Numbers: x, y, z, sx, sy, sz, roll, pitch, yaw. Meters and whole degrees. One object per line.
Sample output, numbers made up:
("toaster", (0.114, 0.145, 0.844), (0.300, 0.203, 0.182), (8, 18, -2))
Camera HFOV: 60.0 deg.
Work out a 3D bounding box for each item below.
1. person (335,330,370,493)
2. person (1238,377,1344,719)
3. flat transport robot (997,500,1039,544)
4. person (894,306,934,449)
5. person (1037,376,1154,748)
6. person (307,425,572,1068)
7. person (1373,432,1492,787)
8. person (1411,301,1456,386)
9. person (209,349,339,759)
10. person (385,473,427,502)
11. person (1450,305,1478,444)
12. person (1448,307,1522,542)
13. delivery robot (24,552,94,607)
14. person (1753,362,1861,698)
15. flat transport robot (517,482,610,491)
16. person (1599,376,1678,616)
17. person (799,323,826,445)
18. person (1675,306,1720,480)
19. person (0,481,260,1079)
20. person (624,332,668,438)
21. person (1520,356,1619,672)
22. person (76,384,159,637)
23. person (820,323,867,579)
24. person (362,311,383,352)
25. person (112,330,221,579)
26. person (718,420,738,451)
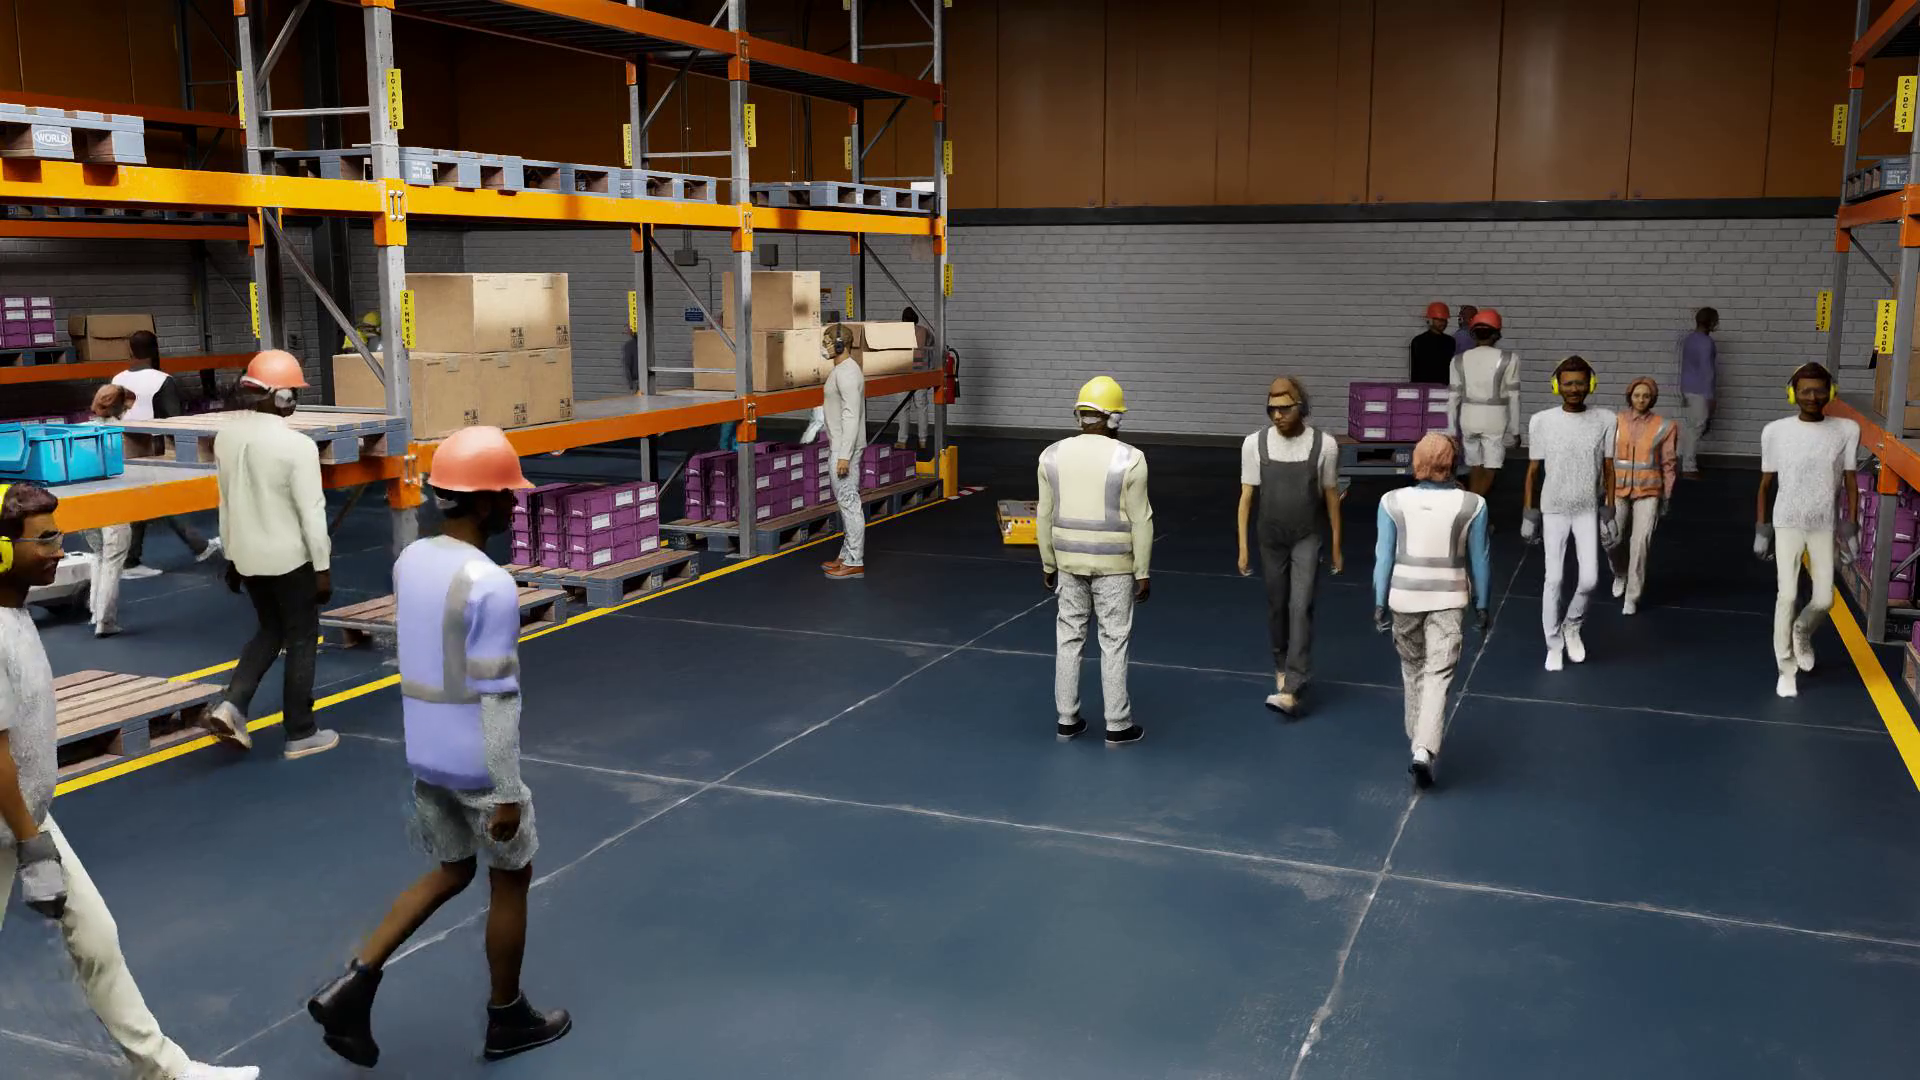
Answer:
("person", (-6.058, -1.304, 17.134), (0.892, 1.703, 0.523), (-7, 12, -37))
("person", (1.764, 0.019, 8.868), (0.543, 1.782, 0.983), (3, 10, 19))
("flat transport robot", (0.678, -0.172, 14.634), (0.652, 0.197, 1.431), (0, 9, -1))
("person", (-0.639, -2.096, 21.547), (0.625, 1.844, 0.429), (-4, 10, -22))
("person", (0.678, 0.109, 8.219), (0.601, 1.827, 0.403), (5, 11, 28))
("person", (-1.494, 0.631, 4.788), (0.562, 1.918, 0.696), (8, 12, 40))
("person", (2.173, 0.304, 7.708), (0.521, 1.599, 0.814), (4, 10, 23))
("person", (5.174, -1.615, 18.202), (0.624, 1.976, 0.467), (-4, 10, -21))
("person", (-3.271, 0.090, 7.879), (0.635, 1.973, 0.534), (4, 10, 24))
("person", (-5.459, -1.281, 16.578), (0.632, 1.853, 0.614), (0, 9, 1))
("person", (5.943, -1.811, 19.620), (0.643, 1.909, 0.410), (-5, 10, -27))
("person", (4.455, -0.976, 14.242), (0.615, 2.024, 0.869), (8, 12, 39))
("delivery robot", (-6.103, 0.237, 11.014), (0.477, 0.478, 0.707), (6, 11, 34))
("person", (4.703, -0.070, 9.249), (0.536, 1.851, 0.585), (3, 10, 19))
("flat transport robot", (-3.865, -0.379, 15.886), (1.431, 0.197, 0.652), (-9, 13, -42))
("person", (4.619, -0.317, 11.391), (0.531, 1.623, 0.522), (5, 11, 28))
("person", (-1.682, -1.691, 19.486), (0.888, 1.699, 0.490), (-9, 13, -44))
("person", (8.183, -1.611, 18.382), (0.429, 1.926, 0.635), (2, 10, 12))
("person", (-2.494, 0.749, 4.399), (1.002, 1.819, 0.559), (-3, 10, -19))
("person", (-4.325, -2.169, 22.711), (0.522, 1.589, 0.827), (-8, 12, -40))
("person", (3.556, -0.145, 9.680), (0.558, 1.853, 0.390), (2, 10, 14))
("person", (-5.472, -0.191, 10.686), (0.532, 1.608, 0.559), (0, 9, 2))
("person", (-0.885, -0.674, 12.639), (0.355, 1.936, 0.636), (-1, 9, -6))
("person", (-7.333, -1.946, 20.758), (0.588, 1.811, 0.700), (1, 9, 8))
("person", (-6.128, -0.673, 12.834), (0.692, 1.863, 0.998), (5, 11, 30))
("person", (-2.739, -1.845, 20.052), (0.448, 1.830, 0.602), (8, 13, 41))
